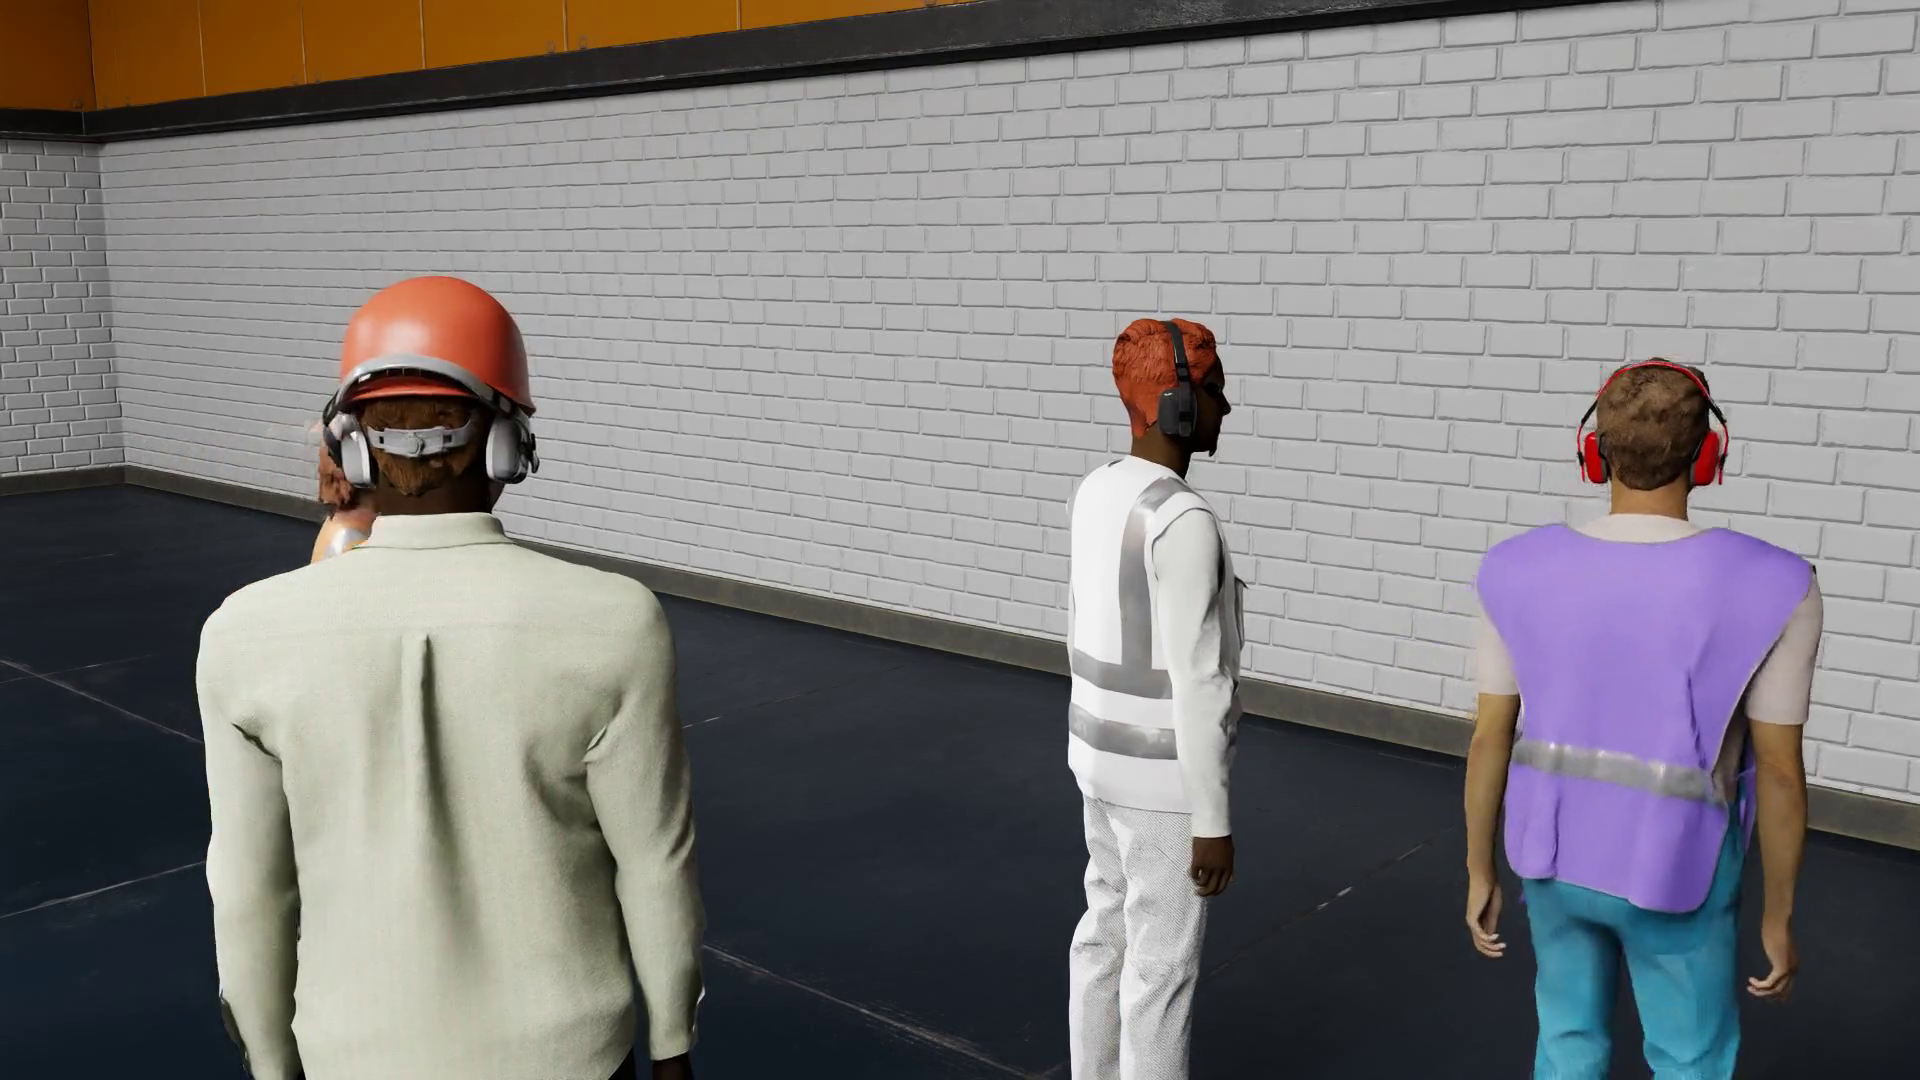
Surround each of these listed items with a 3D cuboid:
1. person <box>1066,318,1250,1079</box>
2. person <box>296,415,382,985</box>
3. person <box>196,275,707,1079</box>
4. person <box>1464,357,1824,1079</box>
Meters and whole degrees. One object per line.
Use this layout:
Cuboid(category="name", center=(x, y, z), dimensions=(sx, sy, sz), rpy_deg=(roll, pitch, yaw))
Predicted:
Cuboid(category="person", center=(0.404, 0.493, 3.424), dimensions=(0.355, 1.883, 0.573), rpy_deg=(-3, 11, -19))
Cuboid(category="person", center=(-1.510, 0.499, 4.112), dimensions=(0.436, 1.629, 0.518), rpy_deg=(-5, 11, -25))
Cuboid(category="person", center=(-0.635, 0.658, 2.188), dimensions=(0.611, 1.987, 0.392), rpy_deg=(-1, 10, -4))
Cuboid(category="person", center=(1.145, 0.607, 2.900), dimensions=(0.573, 1.836, 0.533), rpy_deg=(7, 12, 36))
